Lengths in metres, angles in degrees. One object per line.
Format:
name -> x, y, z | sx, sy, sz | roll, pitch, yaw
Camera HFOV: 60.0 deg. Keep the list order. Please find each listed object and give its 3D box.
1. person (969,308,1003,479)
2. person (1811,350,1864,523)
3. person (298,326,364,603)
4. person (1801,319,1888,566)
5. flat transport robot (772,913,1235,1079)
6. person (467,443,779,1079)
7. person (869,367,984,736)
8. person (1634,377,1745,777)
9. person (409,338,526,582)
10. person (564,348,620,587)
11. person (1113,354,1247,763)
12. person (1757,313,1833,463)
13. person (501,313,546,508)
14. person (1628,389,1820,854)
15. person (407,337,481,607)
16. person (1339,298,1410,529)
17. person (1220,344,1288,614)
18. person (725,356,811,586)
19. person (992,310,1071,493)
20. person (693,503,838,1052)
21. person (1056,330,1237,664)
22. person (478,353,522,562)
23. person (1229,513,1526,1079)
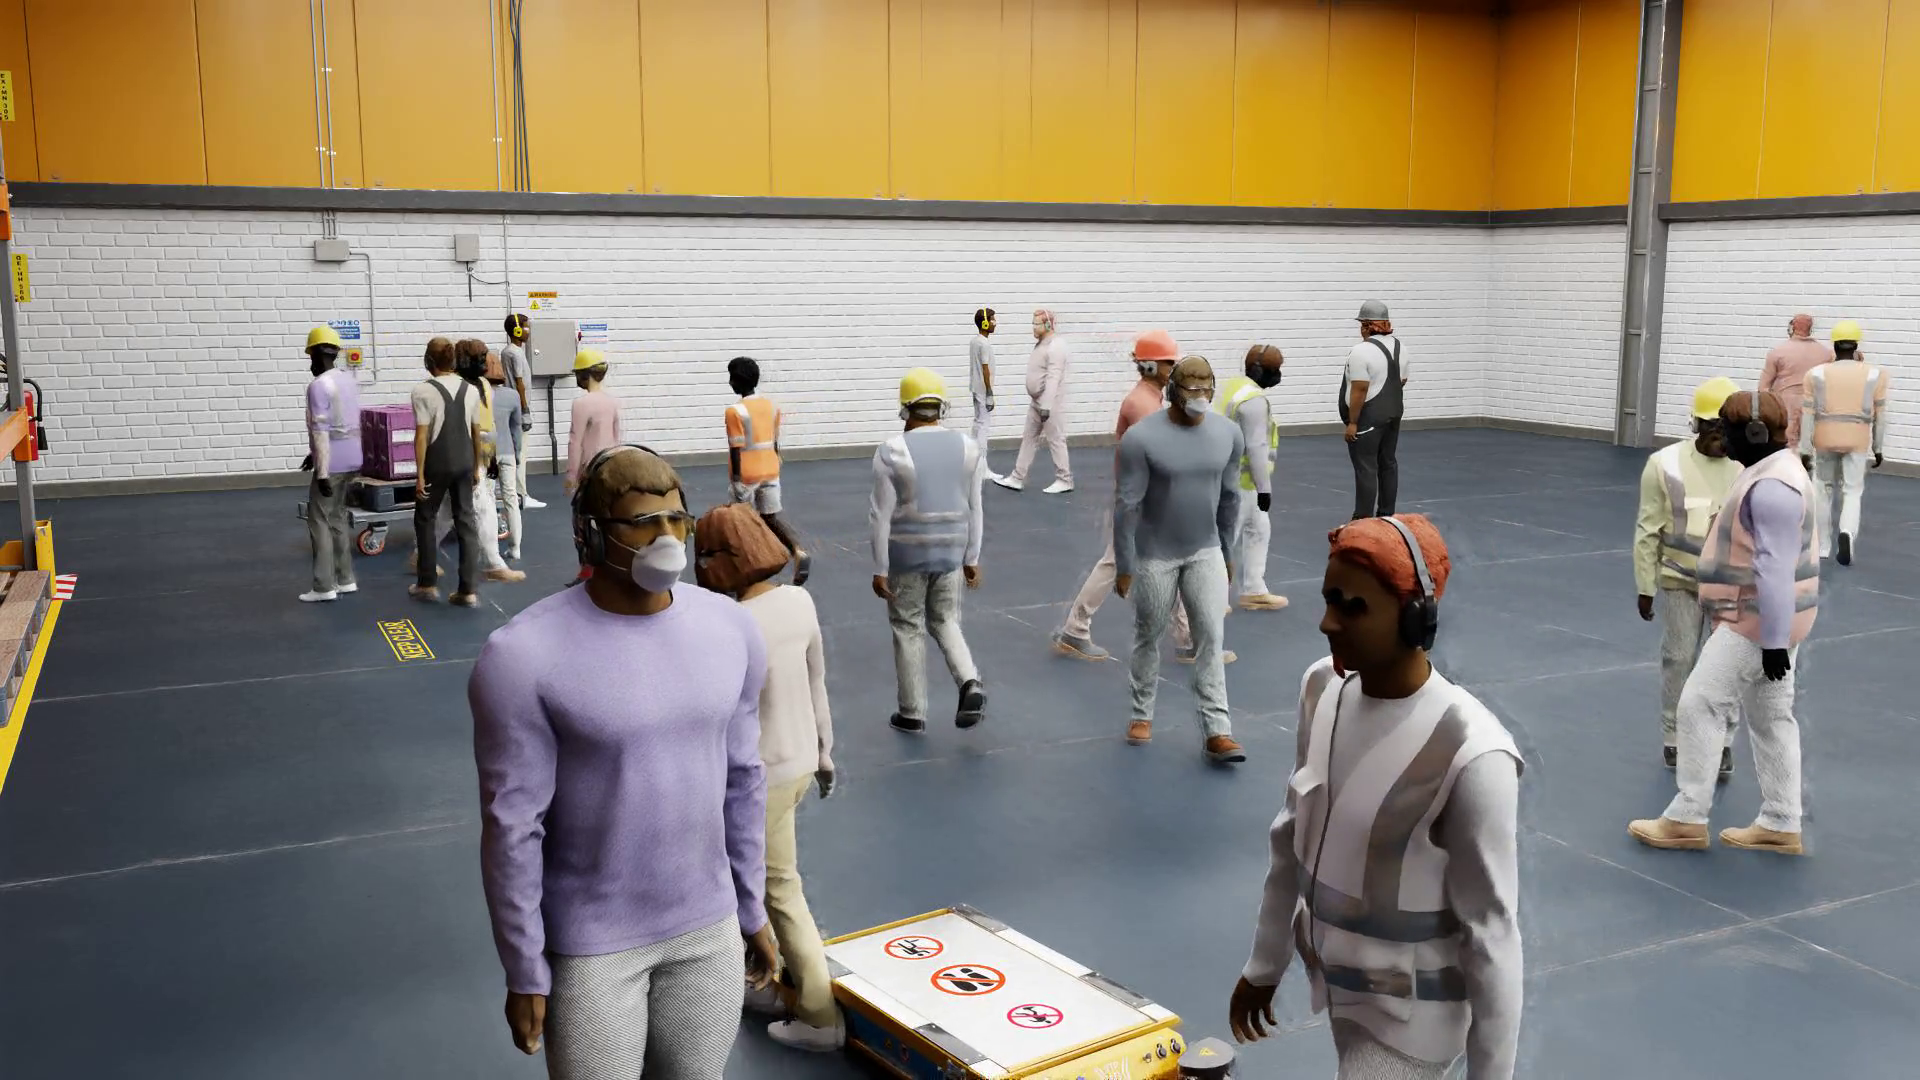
person -> 0.267, -1.597, 18.252 | 0.328, 1.862, 0.520 | -3, 10, -16
person -> 7.695, -0.873, 14.575 | 0.523, 1.598, 0.853 | 8, 12, 42
person -> -4.424, -0.530, 11.550 | 0.526, 1.887, 0.619 | 1, 9, 6
person -> 6.833, -0.755, 12.901 | 0.596, 1.904, 0.766 | 5, 10, 27
flat transport robot -> 0.079, 1.371, 4.750 | 0.652, 0.197, 1.431 | -7, 11, -35
person -> -0.627, 0.777, 3.281 | 0.631, 1.940, 0.372 | -8, 12, -42
person -> -0.147, 0.077, 8.014 | 0.599, 1.813, 0.545 | -5, 10, -28
person -> 3.324, 0.178, 7.385 | 0.638, 1.809, 0.508 | 2, 9, 12
person -> -3.691, -0.585, 12.205 | 0.947, 1.801, 0.625 | 1, 9, 6
person -> -2.495, -0.476, 11.721 | 0.718, 1.738, 0.531 | 2, 9, 14
person -> 1.023, 0.092, 7.720 | 0.650, 1.888, 0.847 | -2, 9, -13
person -> 8.227, -1.301, 16.406 | 0.643, 1.865, 0.971 | -1, 9, -6
person -> -4.229, -1.242, 16.011 | 0.328, 1.875, 0.513 | -5, 10, -28
person -> 2.972, 0.322, 6.480 | 0.758, 1.814, 0.641 | 5, 10, 27
person -> -3.545, -0.468, 11.349 | 0.765, 1.817, 0.552 | 9, 13, 44
person -> 3.524, -1.062, 14.374 | 0.680, 2.000, 0.536 | -7, 12, -38
person -> 1.883, -0.383, 10.908 | 0.774, 1.797, 0.648 | 1, 9, 5
person -> -1.396, -0.460, 11.722 | 0.671, 1.676, 0.539 | 7, 12, 37
person -> 0.774, -1.397, 16.946 | 0.804, 1.873, 0.675 | -3, 10, -16
person -> -0.632, 0.686, 4.831 | 0.678, 1.601, 0.521 | 5, 10, 27
person -> 1.046, -0.233, 9.567 | 1.047, 1.948, 0.604 | 4, 10, 22
person -> -3.646, -0.637, 12.998 | 0.277, 1.633, 0.507 | 8, 12, 40
person -> 0.846, 0.852, 3.100 | 0.944, 1.854, 0.571 | -2, 9, -14
